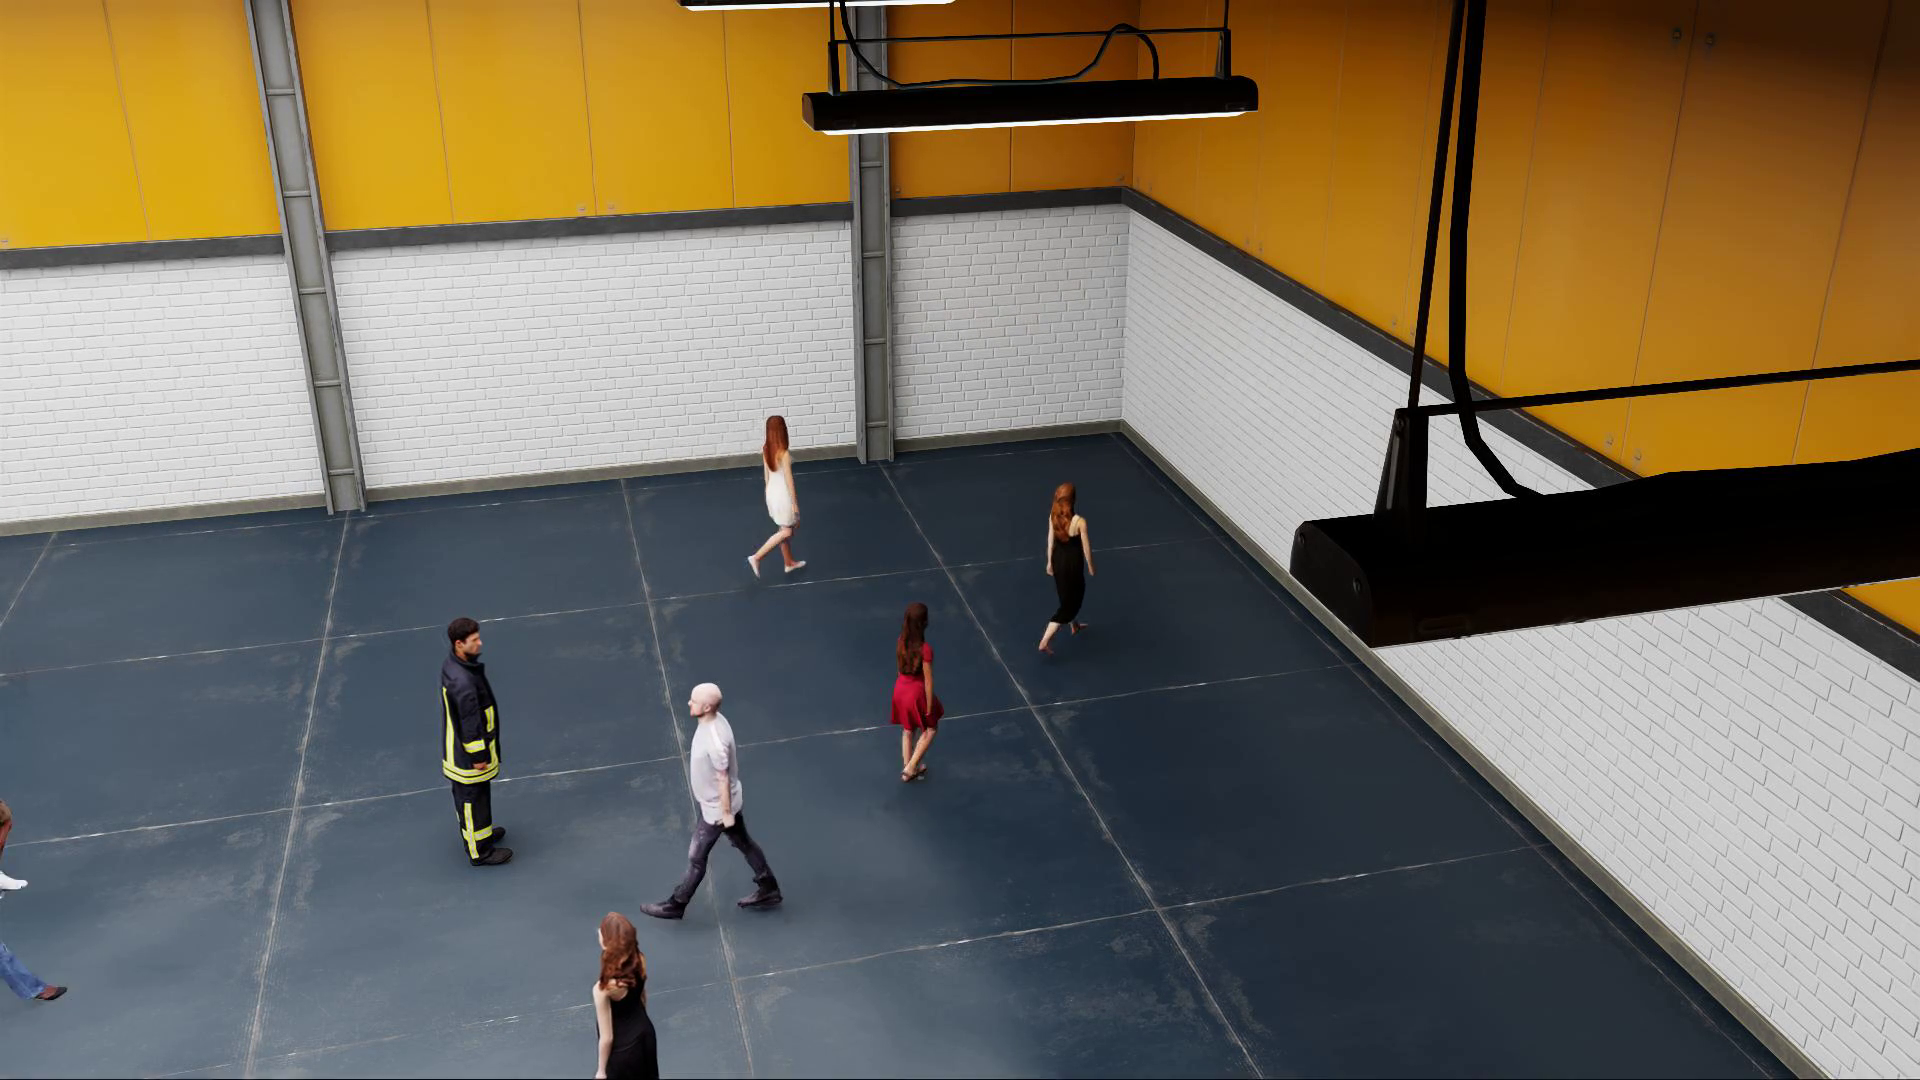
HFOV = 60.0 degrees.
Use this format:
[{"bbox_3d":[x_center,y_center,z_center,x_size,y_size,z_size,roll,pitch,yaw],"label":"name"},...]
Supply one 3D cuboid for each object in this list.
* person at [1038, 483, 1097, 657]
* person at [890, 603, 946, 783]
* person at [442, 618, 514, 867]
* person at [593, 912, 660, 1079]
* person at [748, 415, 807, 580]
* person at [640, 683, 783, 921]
[{"bbox_3d":[0.929,0.285,15.029,0.935,1.593,1.139,21,31,39],"label":"person"},{"bbox_3d":[-0.399,1.229,12.935,0.729,1.541,0.802,17,29,33],"label":"person"},{"bbox_3d":[-3.536,1.434,11.991,0.684,1.923,0.800,-9,25,-19],"label":"person"},{"bbox_3d":[-1.811,2.783,9.122,0.706,1.748,0.661,10,26,23],"label":"person"},{"bbox_3d":[-1.839,-0.388,16.444,1.038,1.694,0.794,-18,29,-35],"label":"person"},{"bbox_3d":[-1.549,1.799,11.335,1.227,1.778,0.750,-4,24,-8],"label":"person"}]
